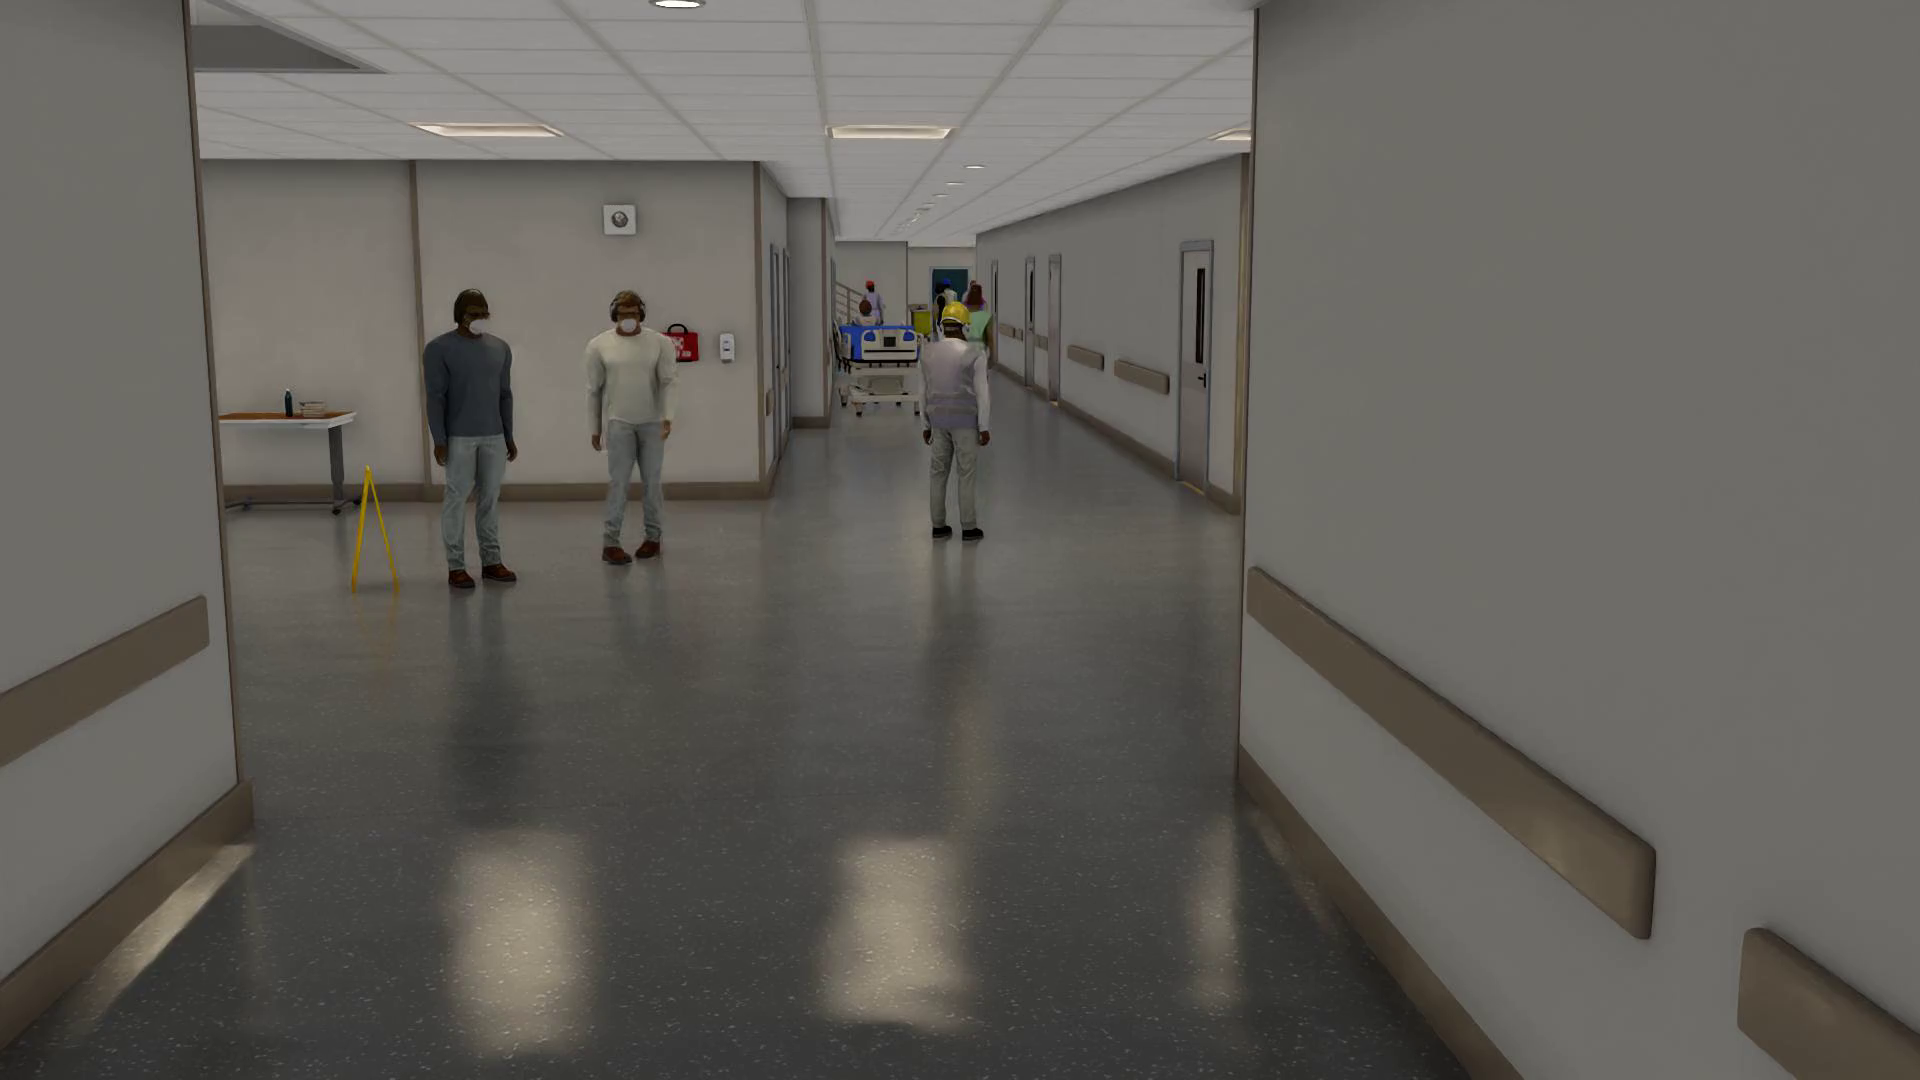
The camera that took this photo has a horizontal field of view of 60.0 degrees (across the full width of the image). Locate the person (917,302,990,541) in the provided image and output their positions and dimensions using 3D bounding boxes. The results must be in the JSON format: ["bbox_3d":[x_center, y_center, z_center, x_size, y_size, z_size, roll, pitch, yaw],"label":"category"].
[{"bbox_3d":[-0.036,-0.904,12.728,0.590,1.824,0.403,5,10,27],"label":"person"}]

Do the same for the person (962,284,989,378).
[{"bbox_3d":[0.295,-4.073,32.542,0.570,1.845,0.380,5,11,31],"label":"person"}]

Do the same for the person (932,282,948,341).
[{"bbox_3d":[-0.502,-5.568,41.944,0.429,1.844,0.624,1,9,3],"label":"person"}]

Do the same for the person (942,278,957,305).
[{"bbox_3d":[-0.359,-6.198,45.610,0.602,1.938,0.419,-5,11,-31],"label":"person"}]

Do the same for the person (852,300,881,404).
[{"bbox_3d":[-1.463,-2.948,26.134,0.512,1.638,0.312,-4,10,-22],"label":"person"}]

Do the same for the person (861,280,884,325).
[{"bbox_3d":[-2.220,-5.657,42.289,0.580,1.909,0.653,-1,9,-4],"label":"person"}]

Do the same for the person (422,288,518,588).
[{"bbox_3d":[-3.171,-0.665,10.861,0.373,1.937,0.630,8,12,41],"label":"person"}]

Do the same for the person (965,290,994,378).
[{"bbox_3d":[0.185,-2.570,23.177,0.568,1.826,0.729,3,10,19],"label":"person"}]

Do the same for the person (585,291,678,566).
[{"bbox_3d":[-2.304,-0.793,11.745,0.632,1.914,0.559,-3,9,-15],"label":"person"}]
